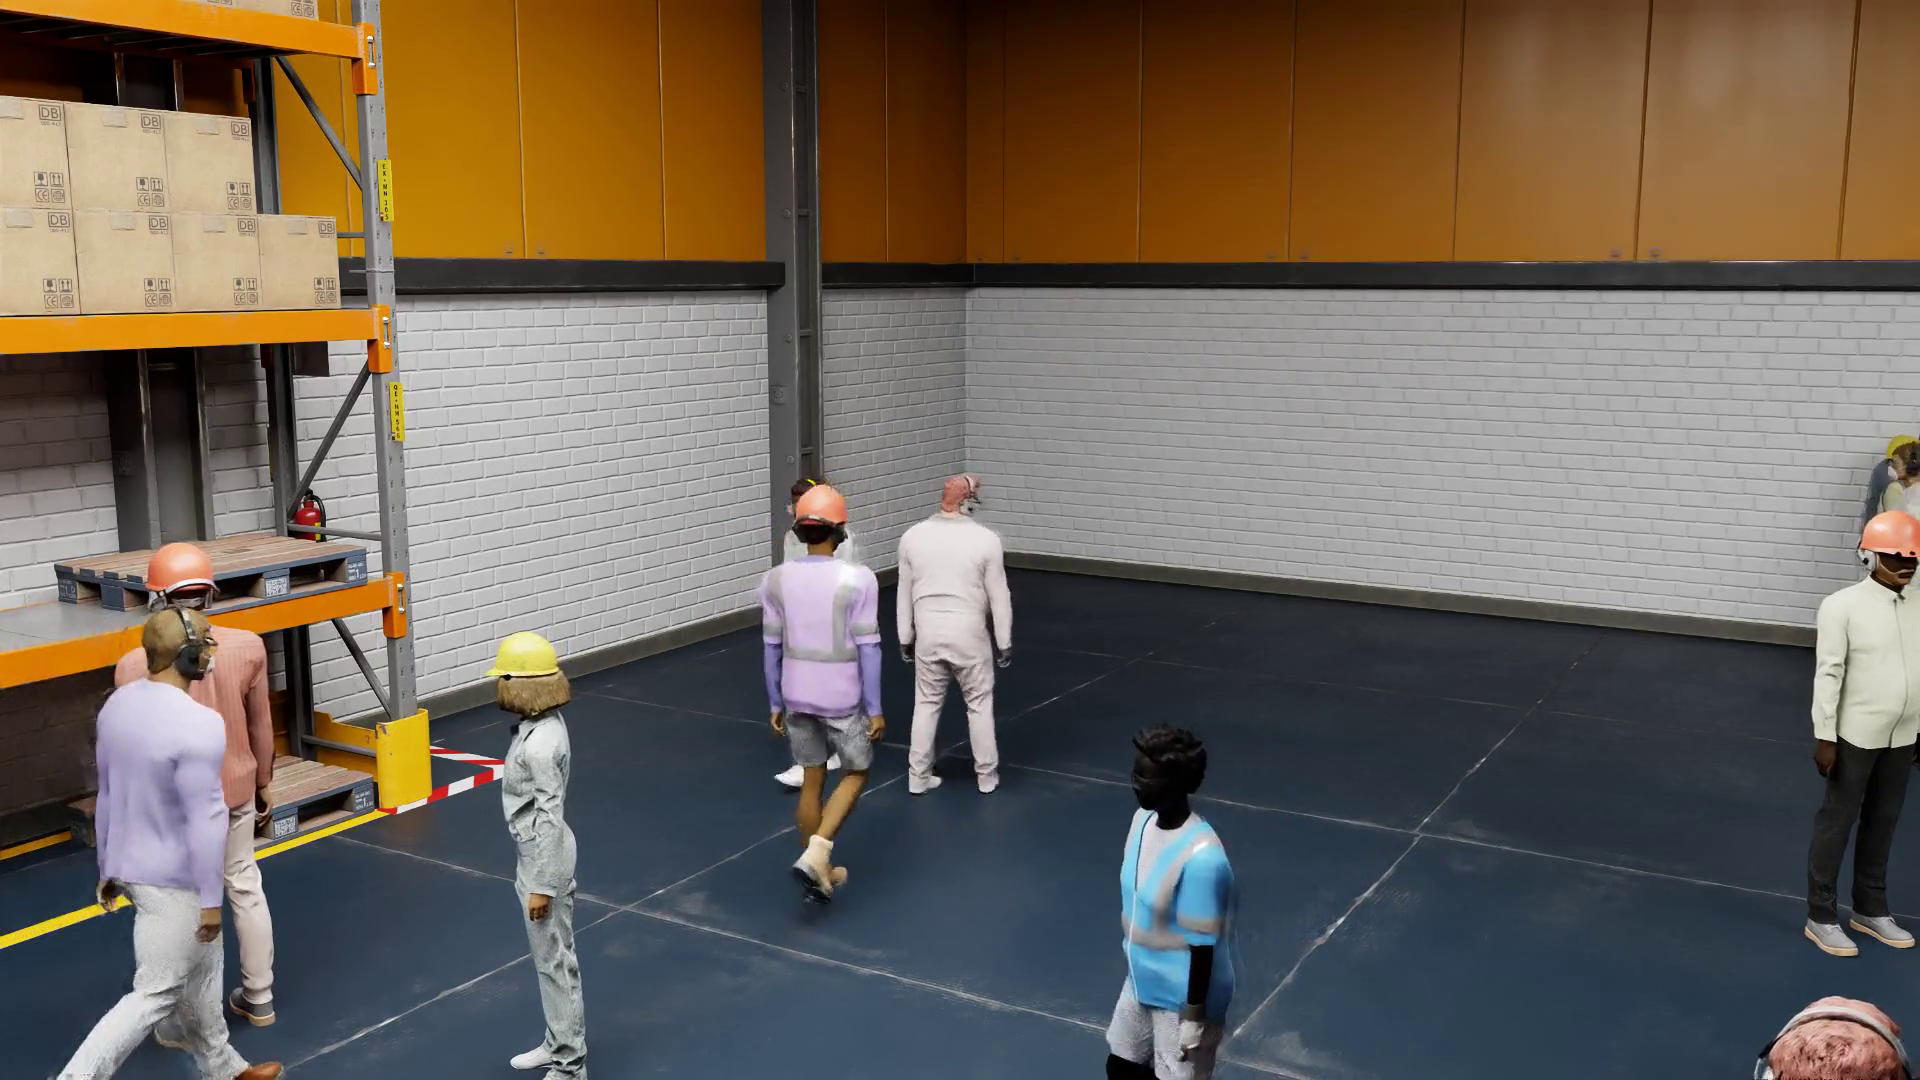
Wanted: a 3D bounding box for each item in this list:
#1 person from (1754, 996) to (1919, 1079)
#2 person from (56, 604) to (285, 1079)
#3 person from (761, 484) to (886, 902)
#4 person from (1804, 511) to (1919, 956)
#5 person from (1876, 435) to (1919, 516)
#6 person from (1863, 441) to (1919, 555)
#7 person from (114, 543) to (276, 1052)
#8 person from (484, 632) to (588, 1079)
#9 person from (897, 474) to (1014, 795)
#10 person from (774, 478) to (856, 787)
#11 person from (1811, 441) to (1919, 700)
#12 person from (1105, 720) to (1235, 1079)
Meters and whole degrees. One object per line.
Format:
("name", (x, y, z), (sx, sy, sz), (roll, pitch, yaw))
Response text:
("person", (1.365, 1.664, 2.695), (0.650, 1.900, 0.401), (8, 12, 42))
("person", (-2.842, 1.182, 5.739), (0.646, 1.904, 0.932), (7, 11, 37))
("person", (-0.663, 0.757, 7.926), (0.647, 2.028, 0.591), (4, 10, 22))
("person", (4.083, 0.854, 7.429), (0.622, 1.993, 0.382), (-3, 10, -17))
("person", (7.099, 0.119, 12.561), (0.587, 1.823, 0.403), (-6, 11, -32))
("person", (7.171, 0.078, 12.597), (0.377, 1.906, 0.695), (-5, 11, -30))
("person", (-2.993, 0.998, 6.532), (0.392, 1.992, 0.623), (6, 11, 35))
("person", (-1.553, 1.193, 6.098), (0.308, 1.743, 0.494), (-2, 9, -15))
("person", (-0.029, 0.558, 9.660), (0.701, 1.884, 0.451), (3, 10, 20))
("person", (-0.875, 0.548, 9.889), (0.587, 1.816, 0.927), (7, 11, 37))
("person", (6.477, 0.261, 11.448), (0.883, 1.903, 0.636), (7, 11, 37))
("person", (0.675, 1.379, 5.137), (0.400, 1.686, 0.534), (-3, 10, -20))
